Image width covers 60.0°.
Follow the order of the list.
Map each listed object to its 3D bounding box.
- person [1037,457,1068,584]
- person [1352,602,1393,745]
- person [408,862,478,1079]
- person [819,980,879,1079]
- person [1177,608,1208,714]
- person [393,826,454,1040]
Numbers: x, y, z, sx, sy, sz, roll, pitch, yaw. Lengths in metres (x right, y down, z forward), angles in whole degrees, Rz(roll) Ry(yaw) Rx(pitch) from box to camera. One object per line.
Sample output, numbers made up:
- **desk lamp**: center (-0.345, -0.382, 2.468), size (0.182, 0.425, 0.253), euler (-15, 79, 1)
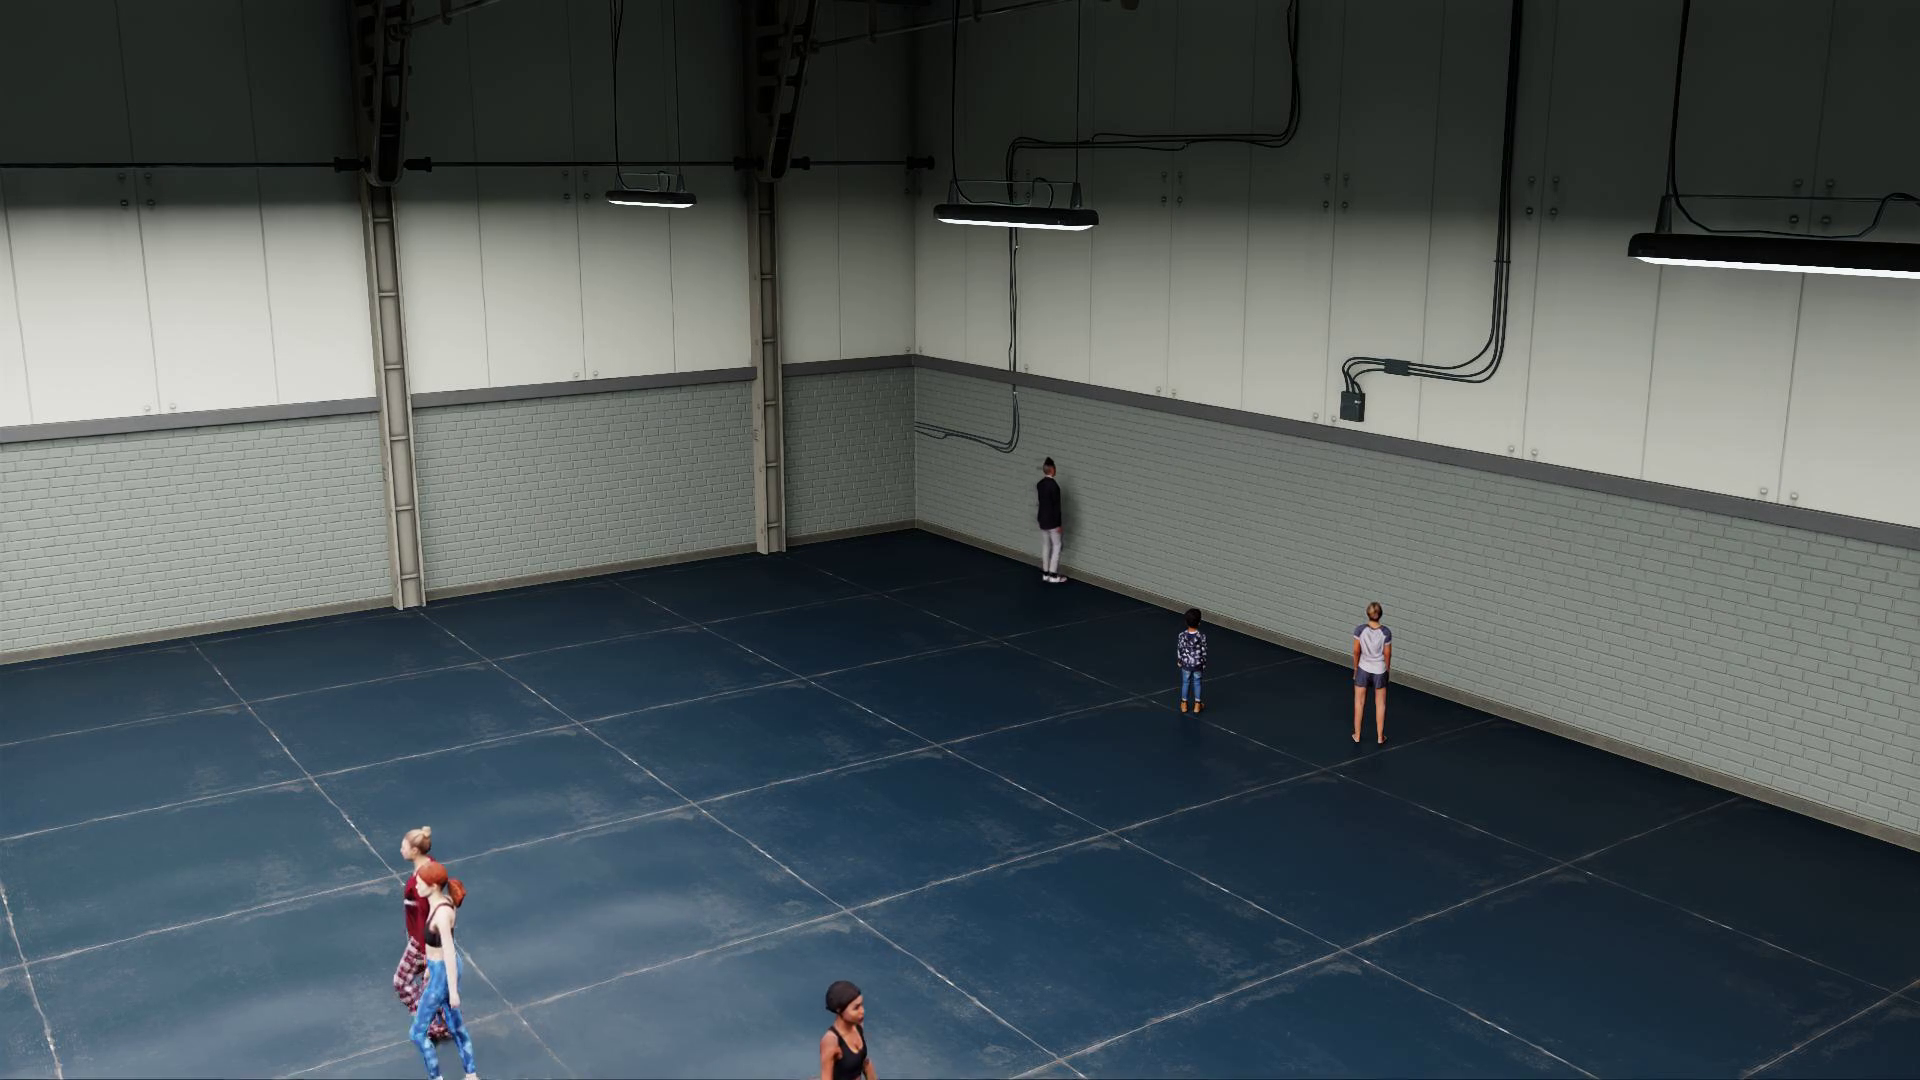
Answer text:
- **person**: center (1.326, -0.313, 25.504), size (0.672, 1.951, 0.764), euler (-7, 15, -28)
- **person**: center (4.592, 1.470, 18.530), size (0.688, 1.623, 0.740), euler (3, 13, 13)
- **person**: center (-3.448, 3.042, 11.416), size (0.804, 1.771, 0.704), euler (-3, 13, -13)
- **person**: center (-0.785, 3.433, 10.014), size (1.077, 1.641, 1.163), euler (5, 14, 21)
- **person**: center (2.739, 1.410, 19.615), size (0.579, 1.250, 0.630), euler (3, 13, 15)
- **person**: center (-3.841, 2.903, 12.205), size (0.796, 1.686, 0.757), euler (-1, 13, -6)
